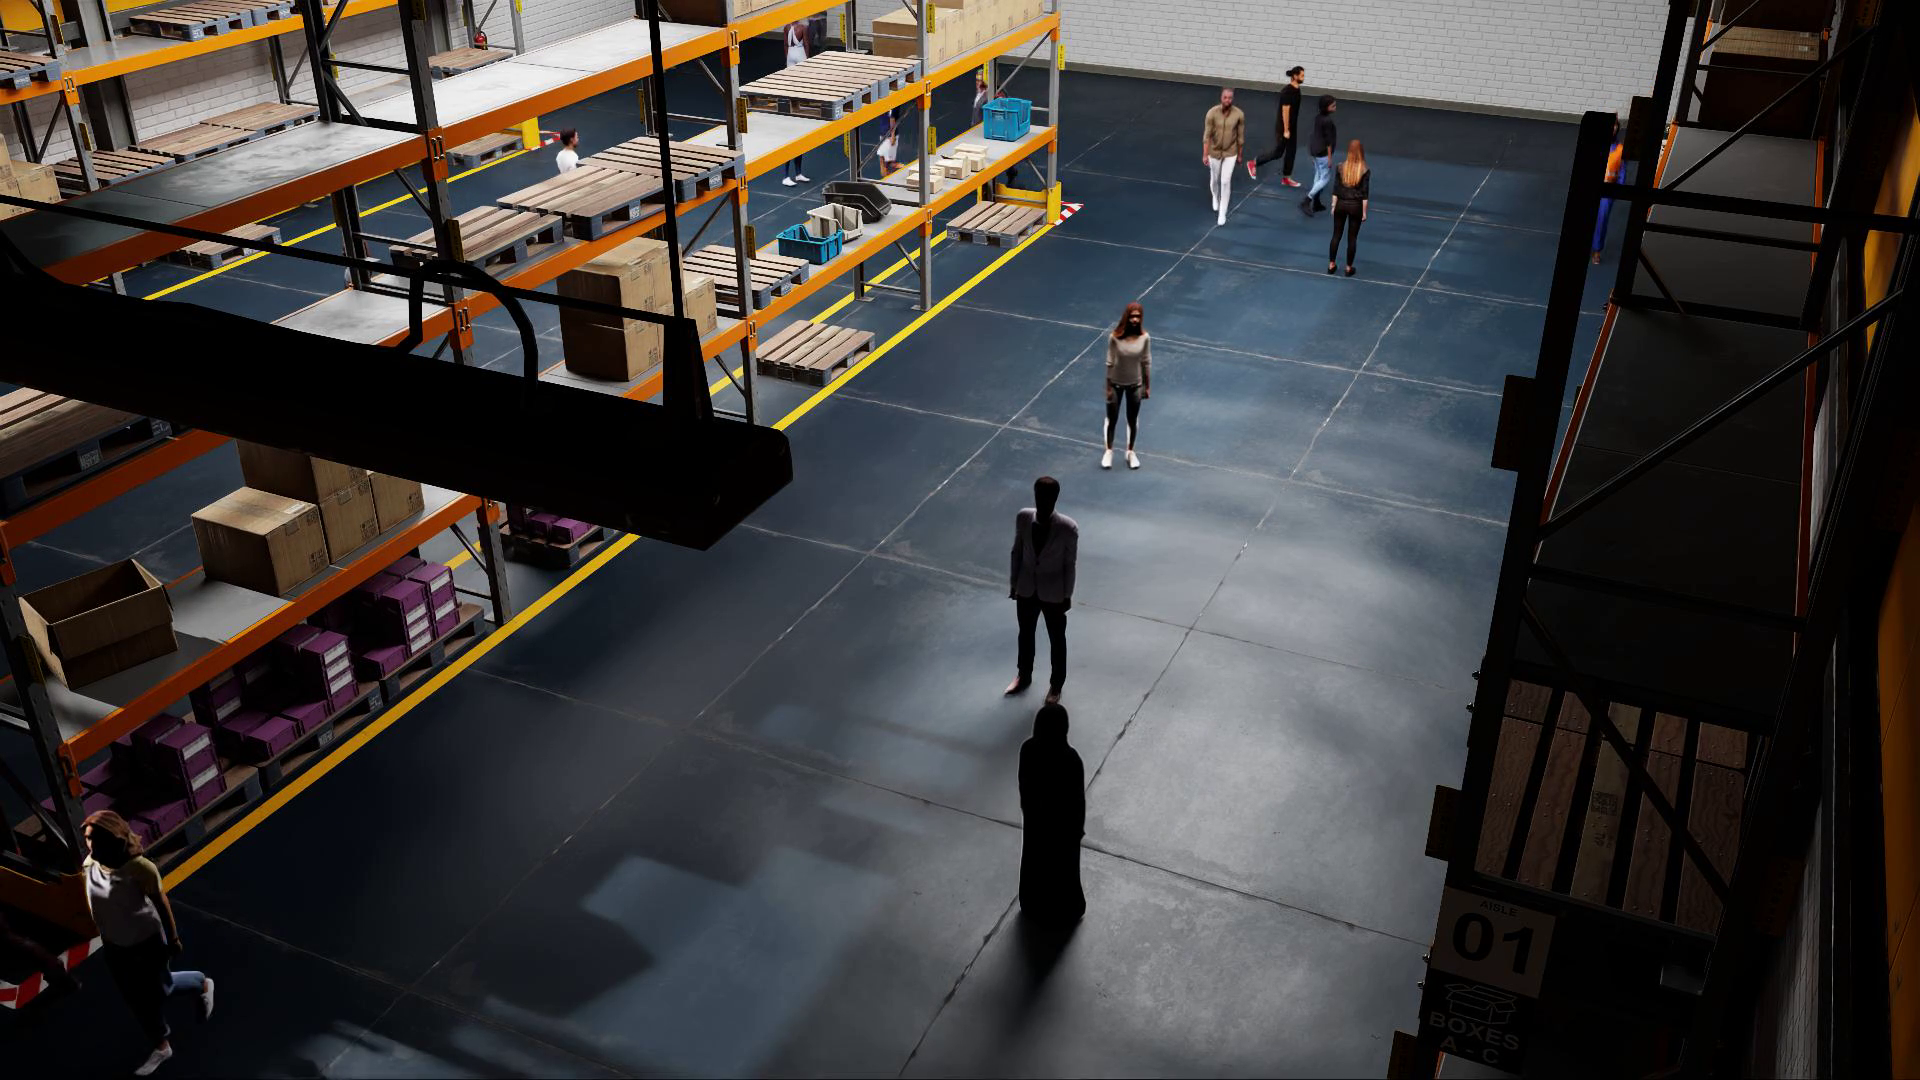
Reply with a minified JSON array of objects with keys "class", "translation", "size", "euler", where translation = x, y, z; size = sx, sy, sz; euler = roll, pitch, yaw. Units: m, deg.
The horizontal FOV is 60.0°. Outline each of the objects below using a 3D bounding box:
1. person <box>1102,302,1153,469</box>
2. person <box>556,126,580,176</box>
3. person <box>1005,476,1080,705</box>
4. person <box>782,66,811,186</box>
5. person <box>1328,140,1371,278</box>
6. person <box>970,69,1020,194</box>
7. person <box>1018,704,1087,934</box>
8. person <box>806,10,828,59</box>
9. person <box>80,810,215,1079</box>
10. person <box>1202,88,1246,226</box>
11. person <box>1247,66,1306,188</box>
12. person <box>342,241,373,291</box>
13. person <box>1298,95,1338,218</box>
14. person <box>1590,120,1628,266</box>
[{"class":"person","translation":[1.585,-1.509,16.065],"size":[0.672,1.698,0.673],"euler":[-1,29,-1]},{"class":"person","translation":[-4.903,-4.249,20.948],"size":[1.124,1.834,0.944],"euler":[-21,35,-33]},{"class":"person","translation":[0.626,0.351,12.494],"size":[0.669,1.853,0.561],"euler":[13,31,23]},{"class":"person","translation":[-2.469,-6.102,24.463],"size":[0.690,1.721,0.546],"euler":[22,35,34]},{"class":"person","translation":[4.891,-4.177,20.946],"size":[0.600,1.709,0.531],"euler":[14,31,24]},{"class":"person","translation":[0.440,-5.879,23.979],"size":[1.226,1.792,1.233],"euler":[-4,29,-8]},{"class":"person","translation":[0.563,1.691,10.287],"size":[0.645,1.615,0.640],"euler":[19,34,31]},{"class":"person","translation":[-2.698,-9.612,30.873],"size":[1.149,1.744,1.130],"euler":[-12,31,-22]},{"class":"person","translation":[-4.553,2.173,9.302],"size":[0.719,1.711,0.917],"euler":[8,30,14]},{"class":"person","translation":[3.632,-5.344,22.998],"size":[0.913,1.792,1.201],"euler":[5,29,10]},{"class":"person","translation":[4.687,-6.041,24.346],"size":[0.731,1.725,0.977],"euler":[16,32,26]},{"class":"person","translation":[-6.493,-2.554,18.132],"size":[0.654,1.554,0.620],"euler":[-21,35,-33]},{"class":"person","translation":[4.973,-5.292,23.016],"size":[0.892,1.683,0.841],"euler":[-10,30,-18]},{"class":"person","translation":[8.248,-4.527,21.445],"size":[0.701,1.845,0.743],"euler":[14,32,24]}]
